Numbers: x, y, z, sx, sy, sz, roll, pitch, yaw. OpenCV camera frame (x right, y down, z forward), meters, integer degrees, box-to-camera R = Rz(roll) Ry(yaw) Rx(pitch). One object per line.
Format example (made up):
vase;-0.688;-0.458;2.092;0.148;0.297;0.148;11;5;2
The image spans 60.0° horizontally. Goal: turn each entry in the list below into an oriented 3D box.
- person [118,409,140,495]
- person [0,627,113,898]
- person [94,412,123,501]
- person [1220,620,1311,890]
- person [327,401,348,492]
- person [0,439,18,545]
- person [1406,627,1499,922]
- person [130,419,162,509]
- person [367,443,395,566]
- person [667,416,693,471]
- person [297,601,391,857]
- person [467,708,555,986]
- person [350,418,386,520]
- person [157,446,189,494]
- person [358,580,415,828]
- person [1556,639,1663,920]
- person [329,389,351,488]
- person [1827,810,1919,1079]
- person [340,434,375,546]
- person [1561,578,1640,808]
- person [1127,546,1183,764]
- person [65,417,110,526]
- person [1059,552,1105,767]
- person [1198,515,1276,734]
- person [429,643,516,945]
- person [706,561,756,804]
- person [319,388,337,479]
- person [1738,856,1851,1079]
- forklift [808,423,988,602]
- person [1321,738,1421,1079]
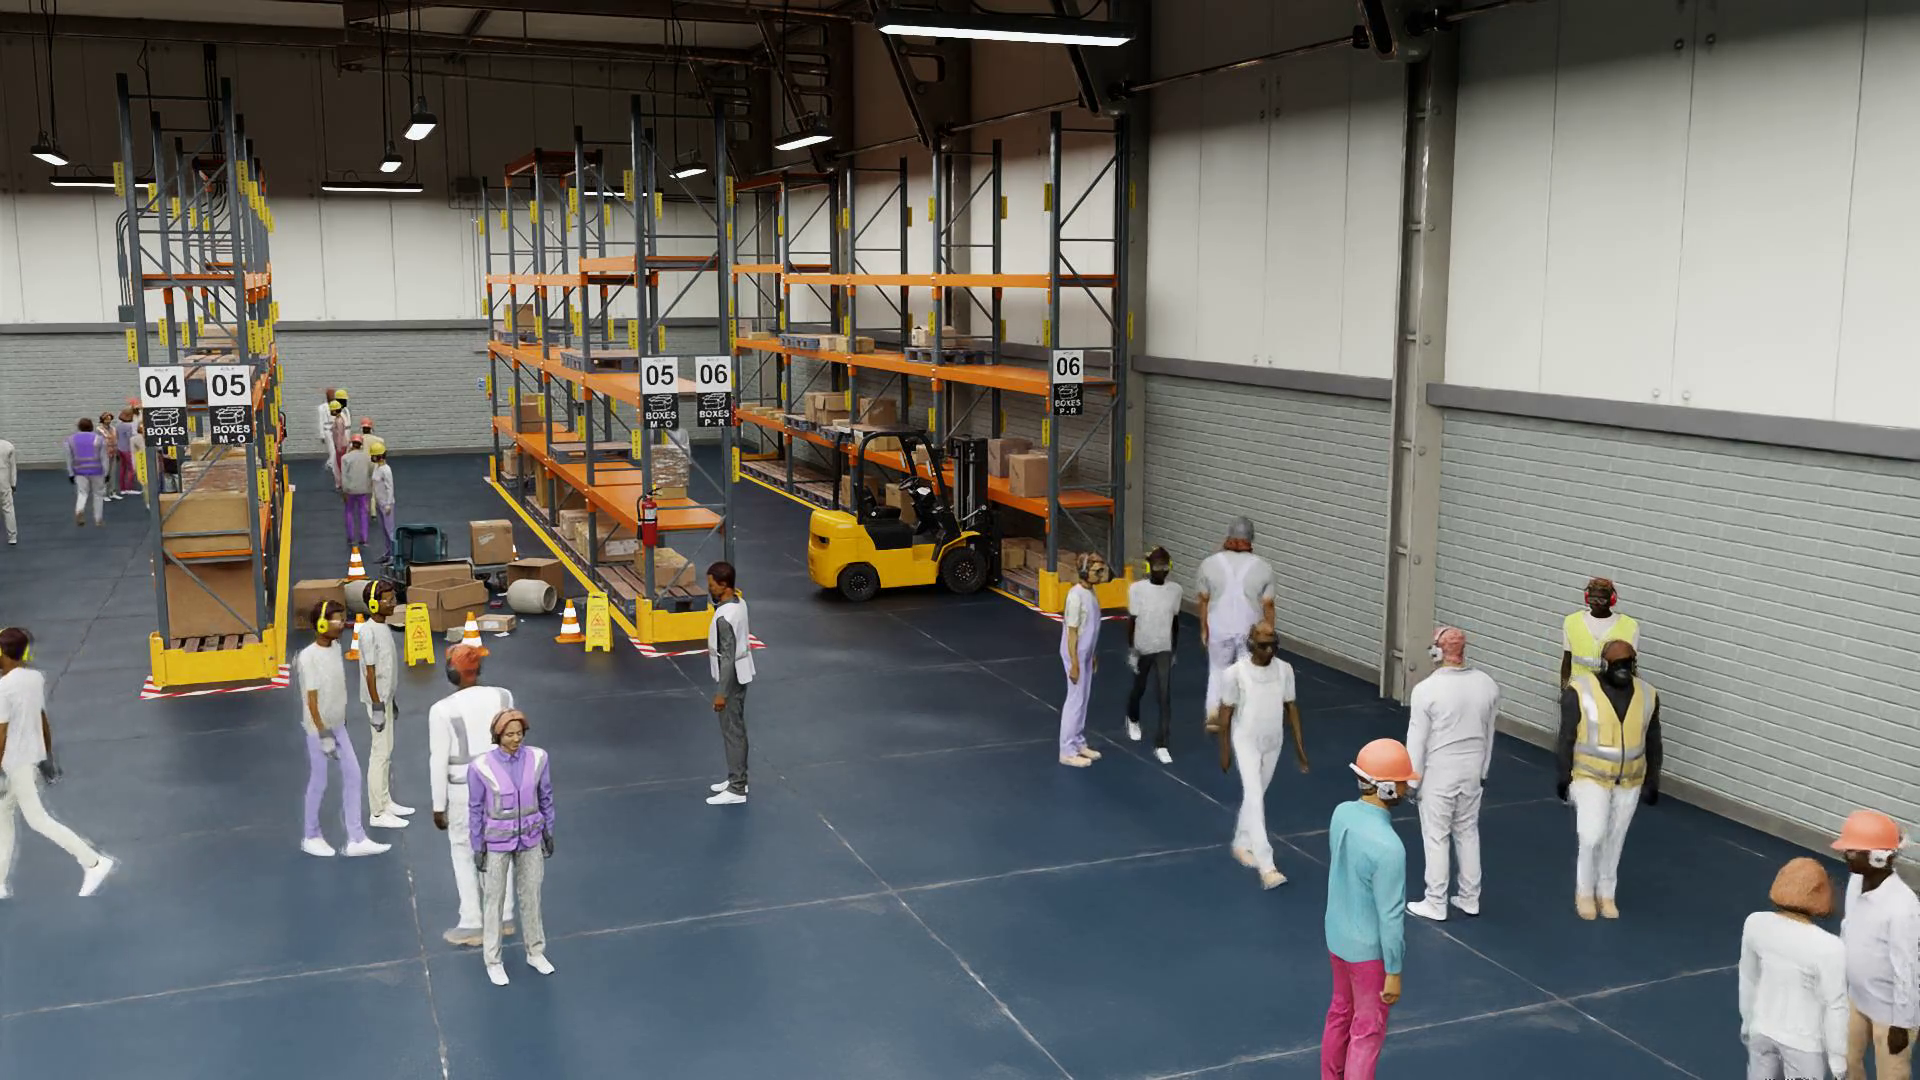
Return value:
person;-15.711;-1.657;31.384;0.311;1.622;0.579;-8;12;-42
person;-6.154;1.479;11.033;0.921;1.820;0.562;-1;9;-4
person;-15.661;-1.533;30.560;0.310;1.639;0.514;2;9;13
person;2.085;1.441;11.311;0.542;1.796;0.938;-3;10;-19
person;-11.869;-1.782;31.767;0.336;1.754;0.526;-3;10;-20
person;-14.761;-0.848;25.403;0.400;1.910;0.643;9;12;43
person;3.128;1.498;10.705;0.637;1.892;0.394;-4;10;-21
person;-14.318;-1.322;29.292;0.503;1.610;0.712;-4;10;-23
person;-8.232;-0.506;23.703;0.324;1.765;0.531;-7;11;-36
person;-5.004;-1.376;29.071;0.807;1.804;0.594;9;12;43
person;-4.459;1.355;11.755;0.625;1.838;0.572;2;9;15
person;-2.621;1.779;9.746;0.514;1.633;0.312;-7;11;-37
person;-10.076;-1.216;28.276;0.590;1.725;0.681;-5;10;-27
person;-12.546;-1.116;26.660;0.606;2.045;0.389;4;10;24
person;-4.330;1.219;12.511;0.326;1.871;0.520;-1;9;-9
person;4.165;1.538;10.623;0.653;1.829;0.521;0;9;-2
person;-12.031;-1.969;32.402;0.366;1.927;0.585;1;9;7
person;4.140;2.074;7.558;0.430;1.731;0.573;1;9;6
person;-9.234;-0.771;25.550;0.588;1.699;0.587;-8;12;-42
person;4.921;1.187;12.835;0.560;1.837;0.389;6;11;33
person;1.663;0.936;14.431;0.511;1.836;0.953;-1;9;-6
person;-14.296;-1.104;27.286;0.636;1.824;0.556;-2;9;-14
person;1.036;1.004;14.012;0.375;1.833;0.507;3;10;20
person;2.464;0.774;14.775;0.692;2.000;0.652;3;10;19
person;-3.015;1.567;10.317;0.374;1.878;0.597;8;12;42
person;-1.806;1.110;13.050;0.392;1.917;0.593;0;9;0
person;-12.760;-2.159;33.780;0.661;1.866;0.589;6;11;33
person;3.615;2.180;7.234;0.309;1.624;0.543;-4;10;-24
forklift;-0.830;-0.399;21.676;2.313;2.155;1.214;-4;10;-21
person;1.942;1.904;7.857;0.406;1.987;0.608;-2;9;-13
